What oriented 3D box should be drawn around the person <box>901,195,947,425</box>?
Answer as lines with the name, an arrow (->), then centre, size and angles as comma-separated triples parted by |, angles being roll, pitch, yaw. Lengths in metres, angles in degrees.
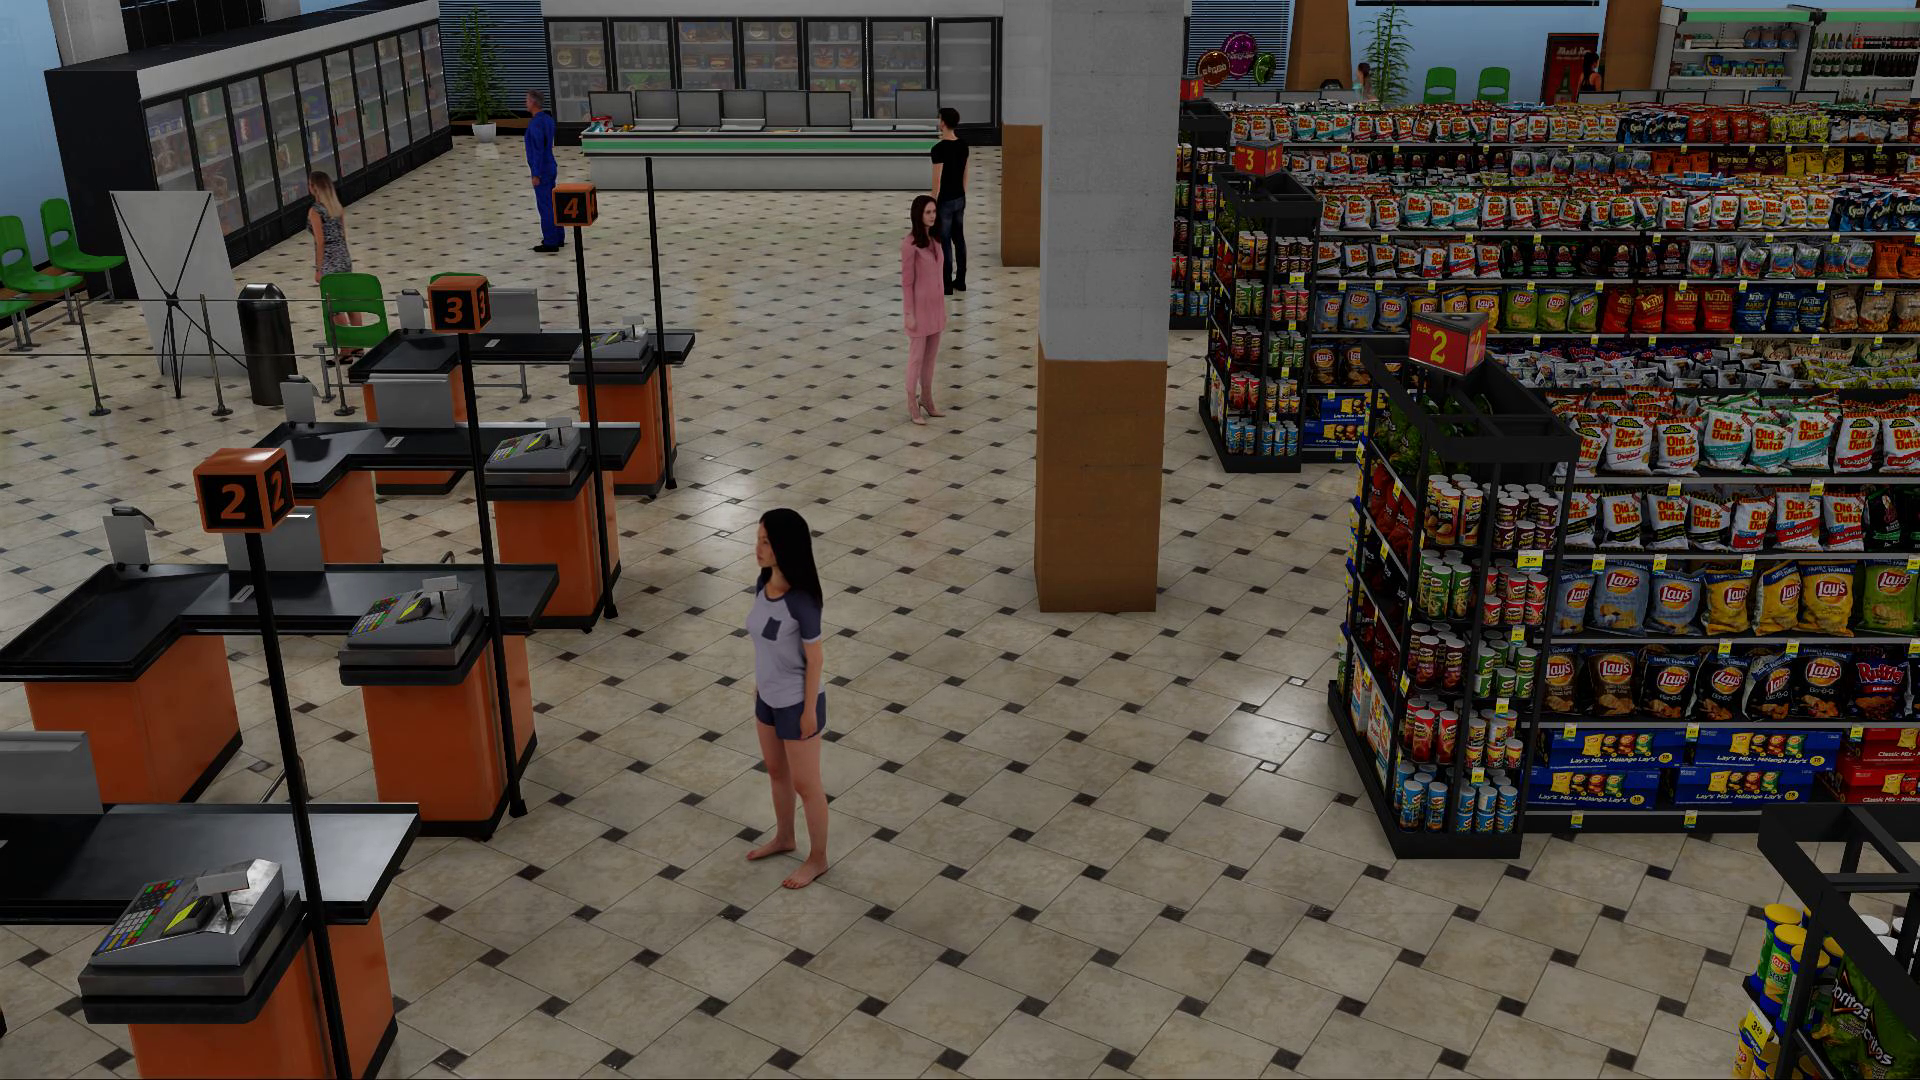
person -> -0.290, -1.828, 13.172 | 0.716, 1.802, 0.691 | 16, 27, 34

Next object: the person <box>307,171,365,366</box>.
person -> -5.555, -2.419, 14.777 | 0.595, 1.704, 0.621 | 7, 23, 17

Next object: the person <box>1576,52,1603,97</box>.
person -> 9.363, -6.442, 24.845 | 0.658, 1.661, 0.652 | -12, 25, -27

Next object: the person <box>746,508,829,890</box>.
person -> -0.727, 0.664, 7.101 | 0.710, 1.706, 0.679 | -15, 26, -33

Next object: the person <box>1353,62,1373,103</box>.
person -> 5.855, -6.213, 24.413 | 0.647, 1.558, 0.707 | -20, 30, -41

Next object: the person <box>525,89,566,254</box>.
person -> -4.804, -4.270, 19.212 | 0.555, 1.829, 0.727 | 1, 22, 4

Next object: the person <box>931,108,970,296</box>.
person -> -0.102, -3.509, 17.228 | 0.805, 1.897, 0.752 | 19, 29, 39
